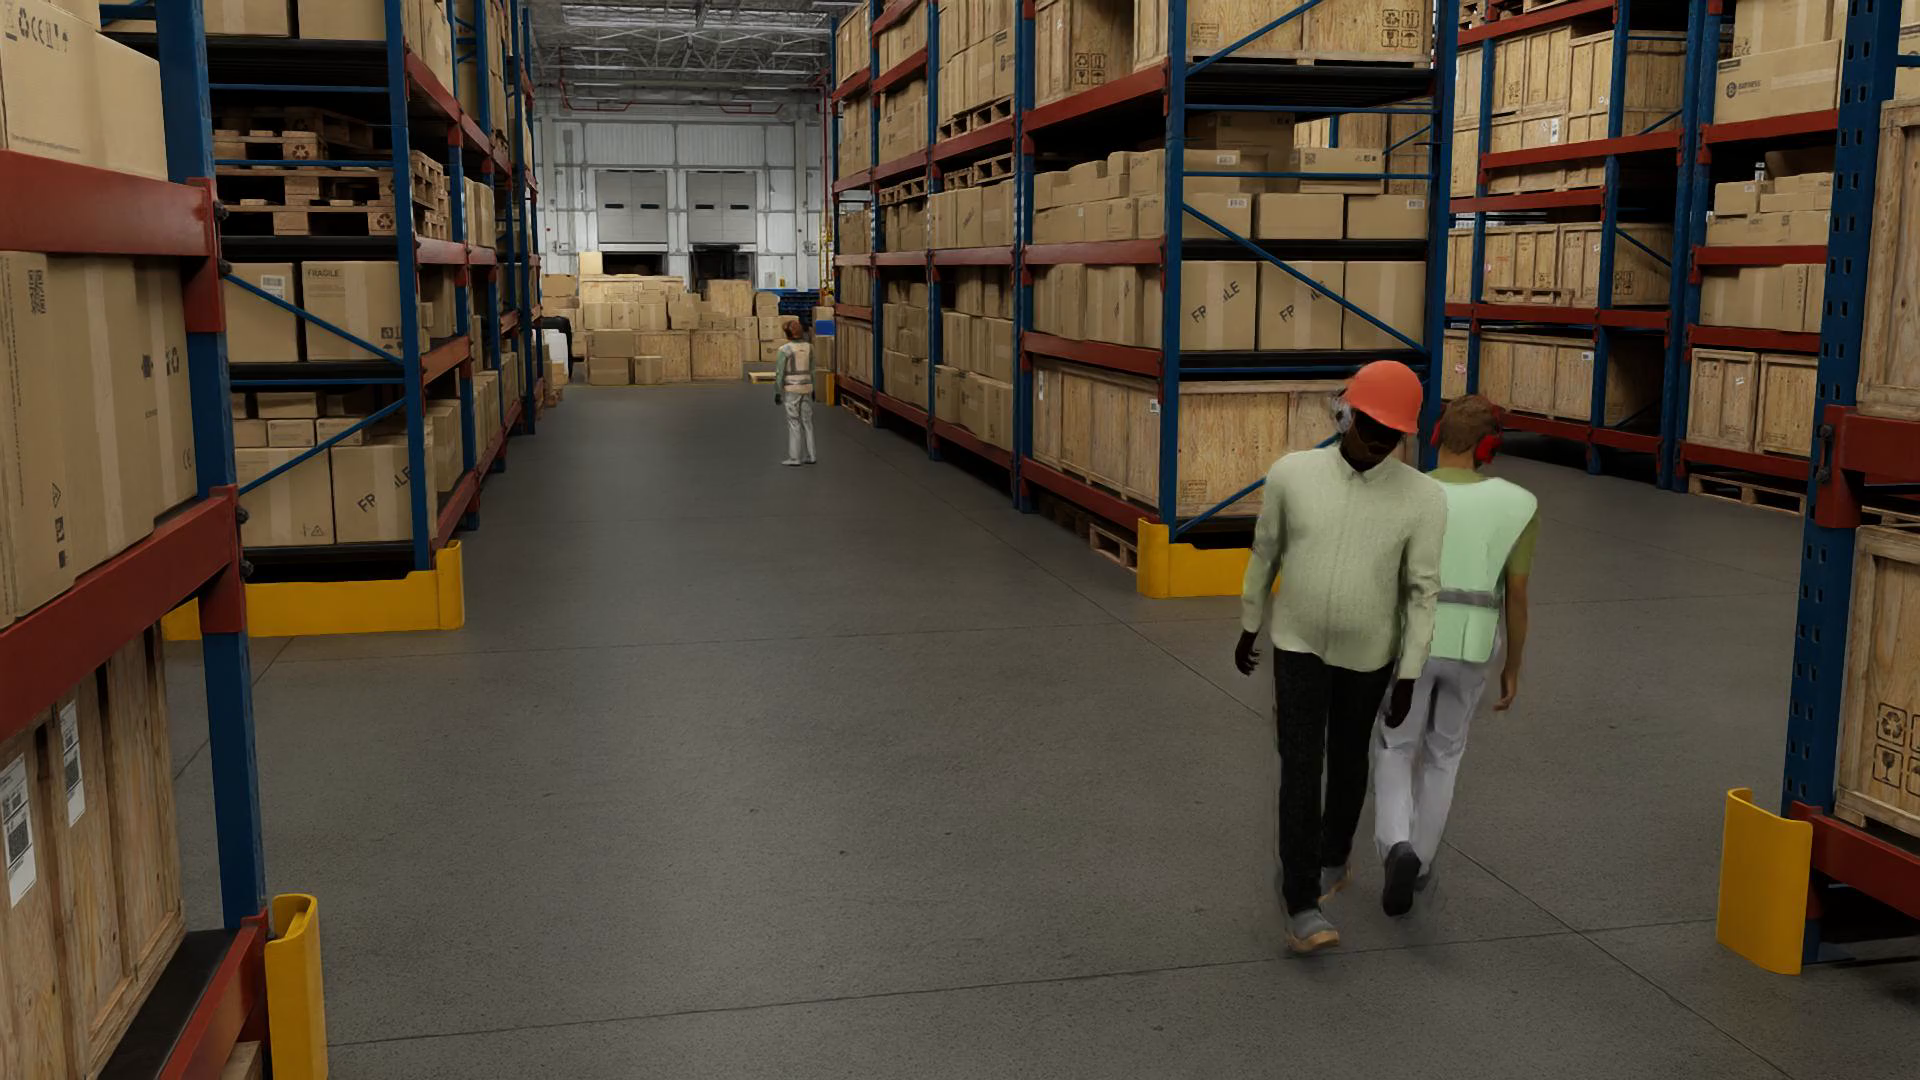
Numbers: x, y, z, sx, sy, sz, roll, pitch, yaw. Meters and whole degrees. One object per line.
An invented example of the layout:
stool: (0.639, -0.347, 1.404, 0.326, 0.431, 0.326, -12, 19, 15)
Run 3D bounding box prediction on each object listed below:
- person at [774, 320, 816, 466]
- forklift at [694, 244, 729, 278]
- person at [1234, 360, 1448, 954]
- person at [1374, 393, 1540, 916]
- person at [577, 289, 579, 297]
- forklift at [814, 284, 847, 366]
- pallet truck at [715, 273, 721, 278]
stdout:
person: (-1.831, -1.637, 18.601, 0.328, 1.630, 0.530, 9, 13, 44)
forklift: (-6.670, -6.553, 44.766, 1.129, 2.768, 1.873, -4, 10, -21)
person: (1.222, 0.372, 5.462, 0.679, 1.921, 0.980, 3, 10, 15)
person: (1.636, 0.405, 5.678, 0.615, 1.804, 0.725, 2, 10, 12)
person: (-12.762, -7.905, 55.998, 0.966, 1.905, 0.643, -2, 9, -9)
forklift: (-2.157, -5.018, 35.408, 1.129, 2.768, 1.873, -9, 13, -44)
pallet truck: (-8.580, -8.986, 62.280, 1.885, 1.965, 0.823, 1, 9, 5)
